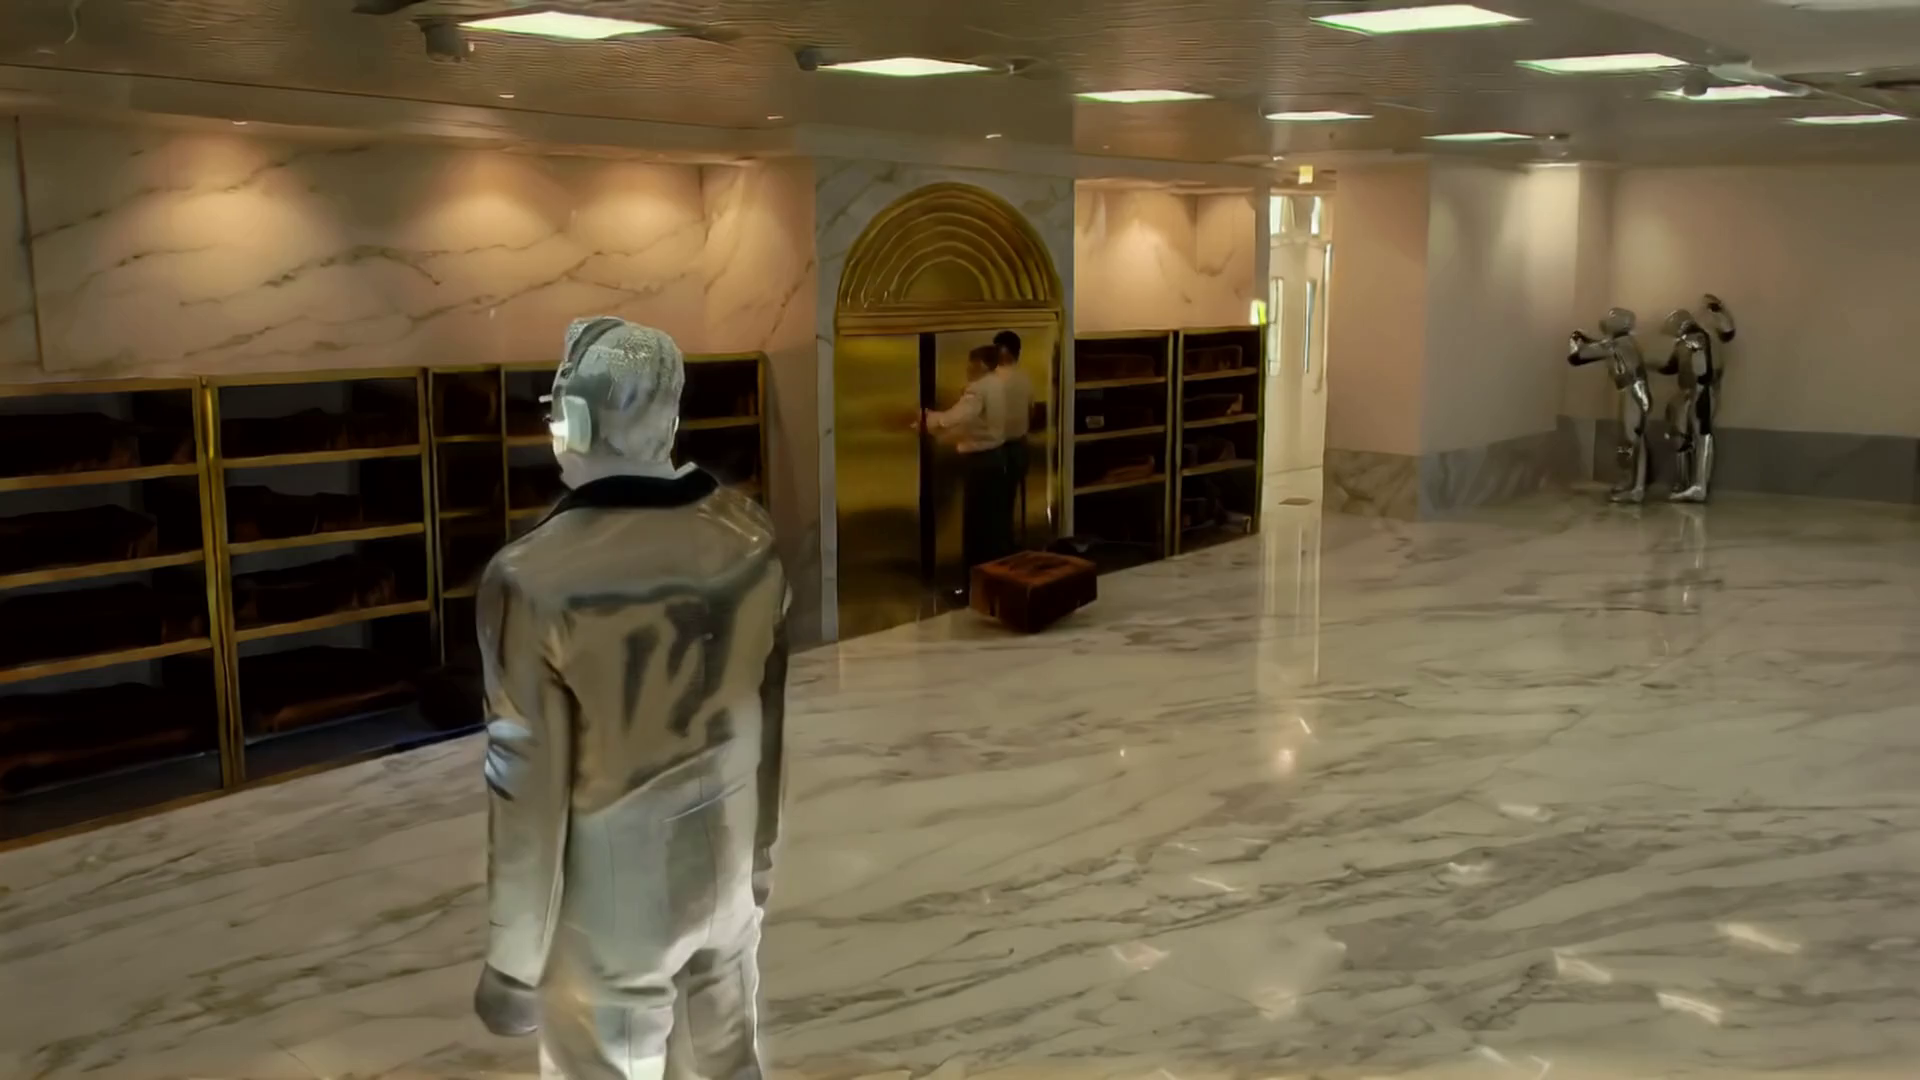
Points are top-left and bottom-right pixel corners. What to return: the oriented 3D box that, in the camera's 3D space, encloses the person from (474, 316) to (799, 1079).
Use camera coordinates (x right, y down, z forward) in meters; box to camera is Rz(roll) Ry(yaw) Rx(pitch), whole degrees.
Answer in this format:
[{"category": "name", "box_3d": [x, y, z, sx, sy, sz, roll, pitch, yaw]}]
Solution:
[{"category": "person", "box_3d": [-0.559, 0.584, 2.812, 0.407, 1.908, 0.641, 7, 12, 33]}]
